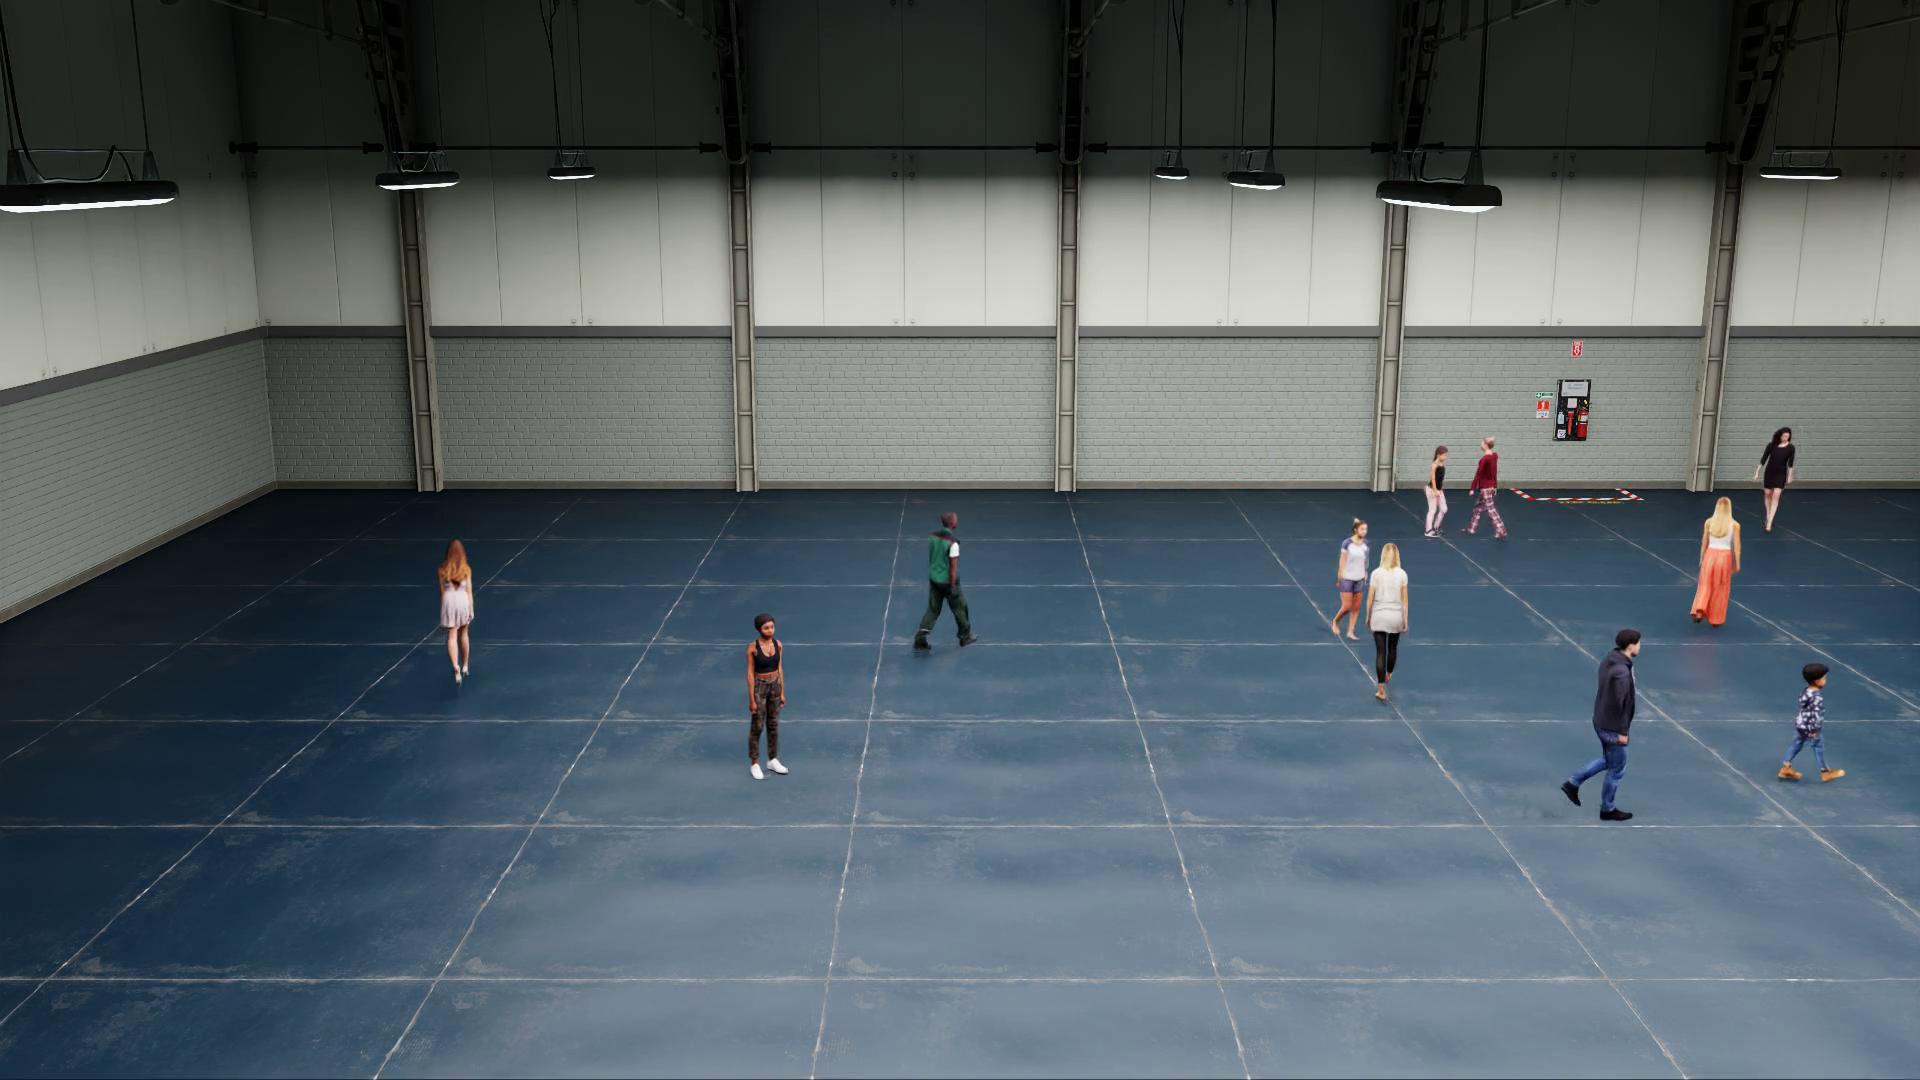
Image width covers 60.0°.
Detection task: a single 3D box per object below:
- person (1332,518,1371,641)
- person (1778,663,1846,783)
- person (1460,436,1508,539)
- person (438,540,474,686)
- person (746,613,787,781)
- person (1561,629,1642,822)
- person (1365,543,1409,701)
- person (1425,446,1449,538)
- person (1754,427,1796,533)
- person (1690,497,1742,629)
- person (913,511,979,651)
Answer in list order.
[{"bbox_3d":[5.054,0.502,21.620,0.680,1.610,0.747,-4,14,-16],"label":"person"},{"bbox_3d":[8.463,1.844,16.680,0.812,1.223,0.523,1,13,3],"label":"person"},{"bbox_3d":[8.715,-0.834,27.274,1.128,1.660,1.033,11,17,39],"label":"person"},{"bbox_3d":[-5.954,0.898,19.626,1.072,1.738,0.829,-4,14,-16],"label":"person"},{"bbox_3d":[-1.975,1.555,16.869,0.639,1.701,0.721,-10,16,-37],"label":"person"},{"bbox_3d":[6.044,1.748,15.659,0.920,1.870,0.736,2,13,7],"label":"person"},{"bbox_3d":[4.925,0.981,19.190,1.126,1.771,0.779,2,13,9],"label":"person"},{"bbox_3d":[7.769,-0.802,27.410,0.730,1.537,0.667,12,18,43],"label":"person"},{"bbox_3d":[13.679,-1.026,27.901,1.170,1.752,1.146,10,16,37],"label":"person"},{"bbox_3d":[9.994,0.324,21.981,0.928,1.793,0.985,12,18,42],"label":"person"},{"bbox_3d":[-0.270,0.557,20.969,1.276,1.796,1.203,-12,18,-42],"label":"person"}]
